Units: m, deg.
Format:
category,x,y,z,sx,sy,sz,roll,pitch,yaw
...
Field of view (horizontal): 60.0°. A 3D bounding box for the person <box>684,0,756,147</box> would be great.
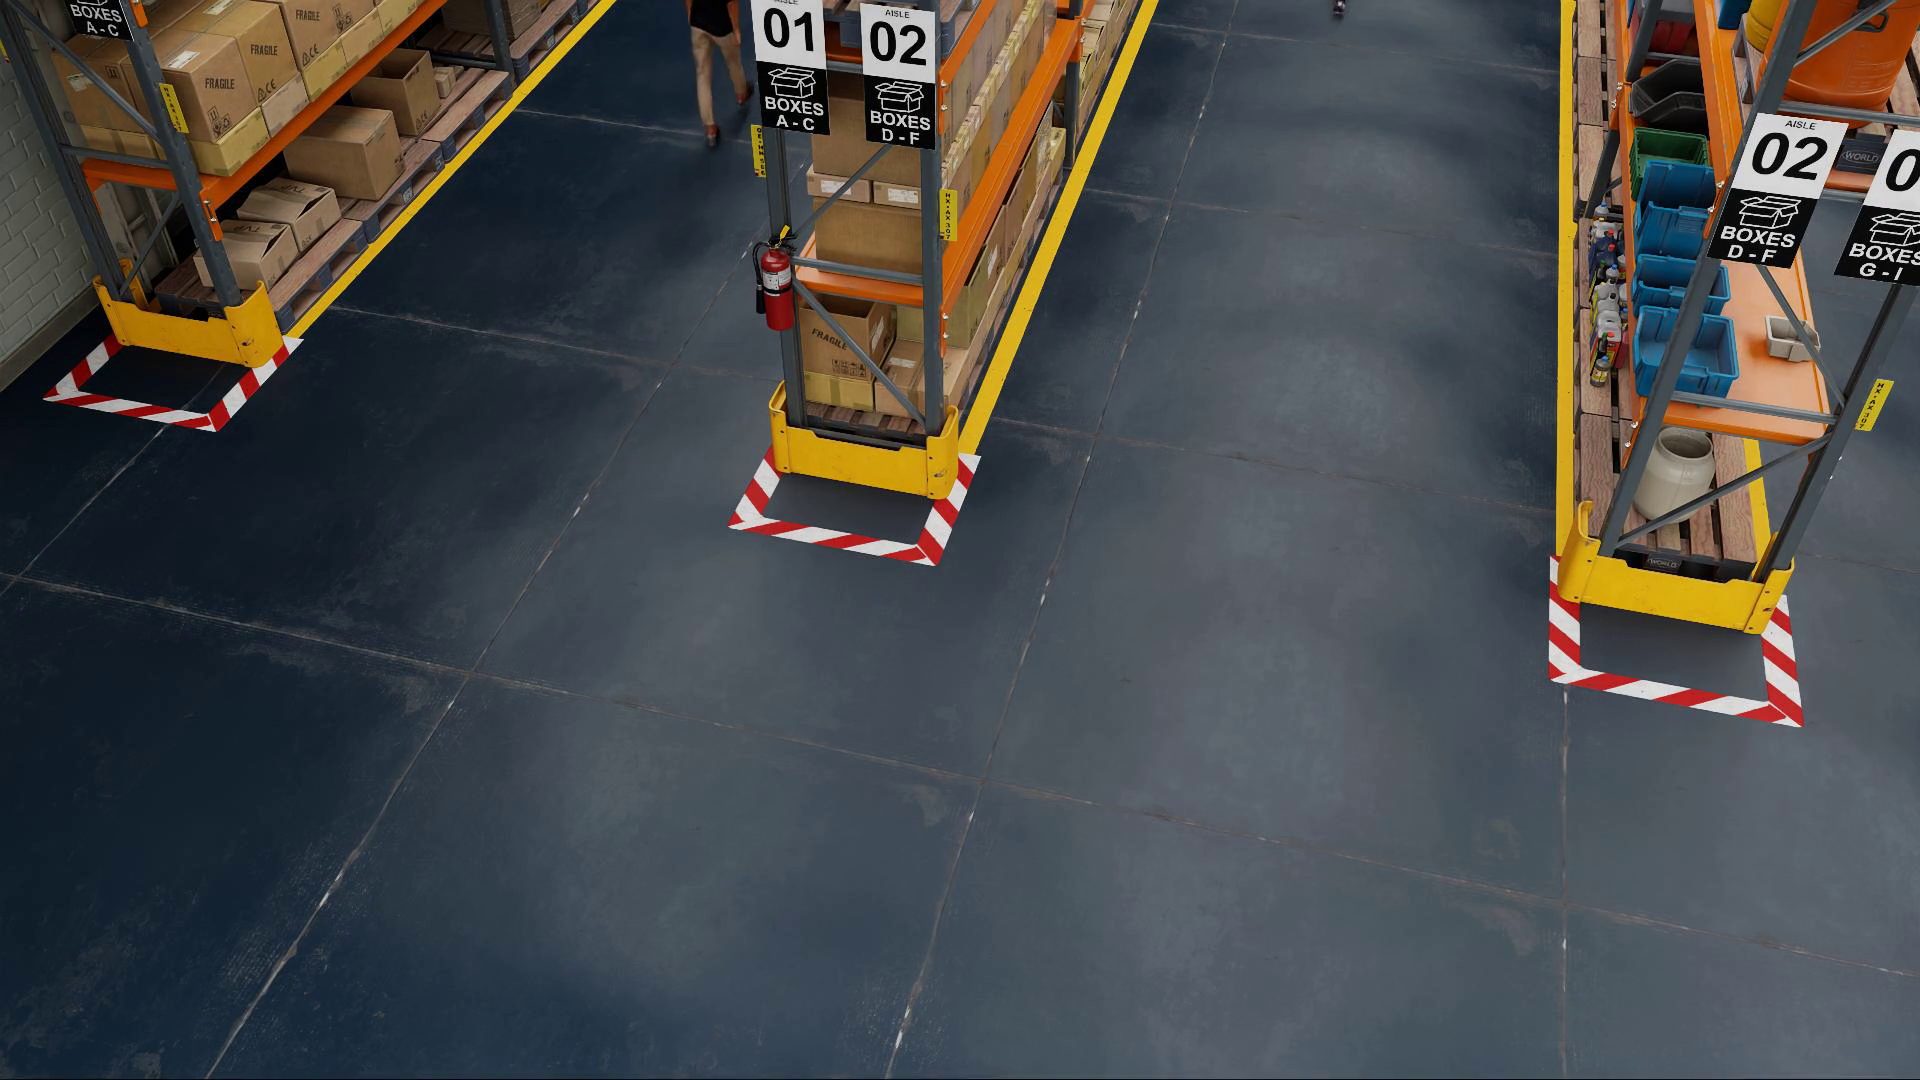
category,x,y,z,sx,sy,sz,roll,pitch,yaw
person,-1.992,-4.016,13.214,0.722,1.814,1.131,7,43,7
